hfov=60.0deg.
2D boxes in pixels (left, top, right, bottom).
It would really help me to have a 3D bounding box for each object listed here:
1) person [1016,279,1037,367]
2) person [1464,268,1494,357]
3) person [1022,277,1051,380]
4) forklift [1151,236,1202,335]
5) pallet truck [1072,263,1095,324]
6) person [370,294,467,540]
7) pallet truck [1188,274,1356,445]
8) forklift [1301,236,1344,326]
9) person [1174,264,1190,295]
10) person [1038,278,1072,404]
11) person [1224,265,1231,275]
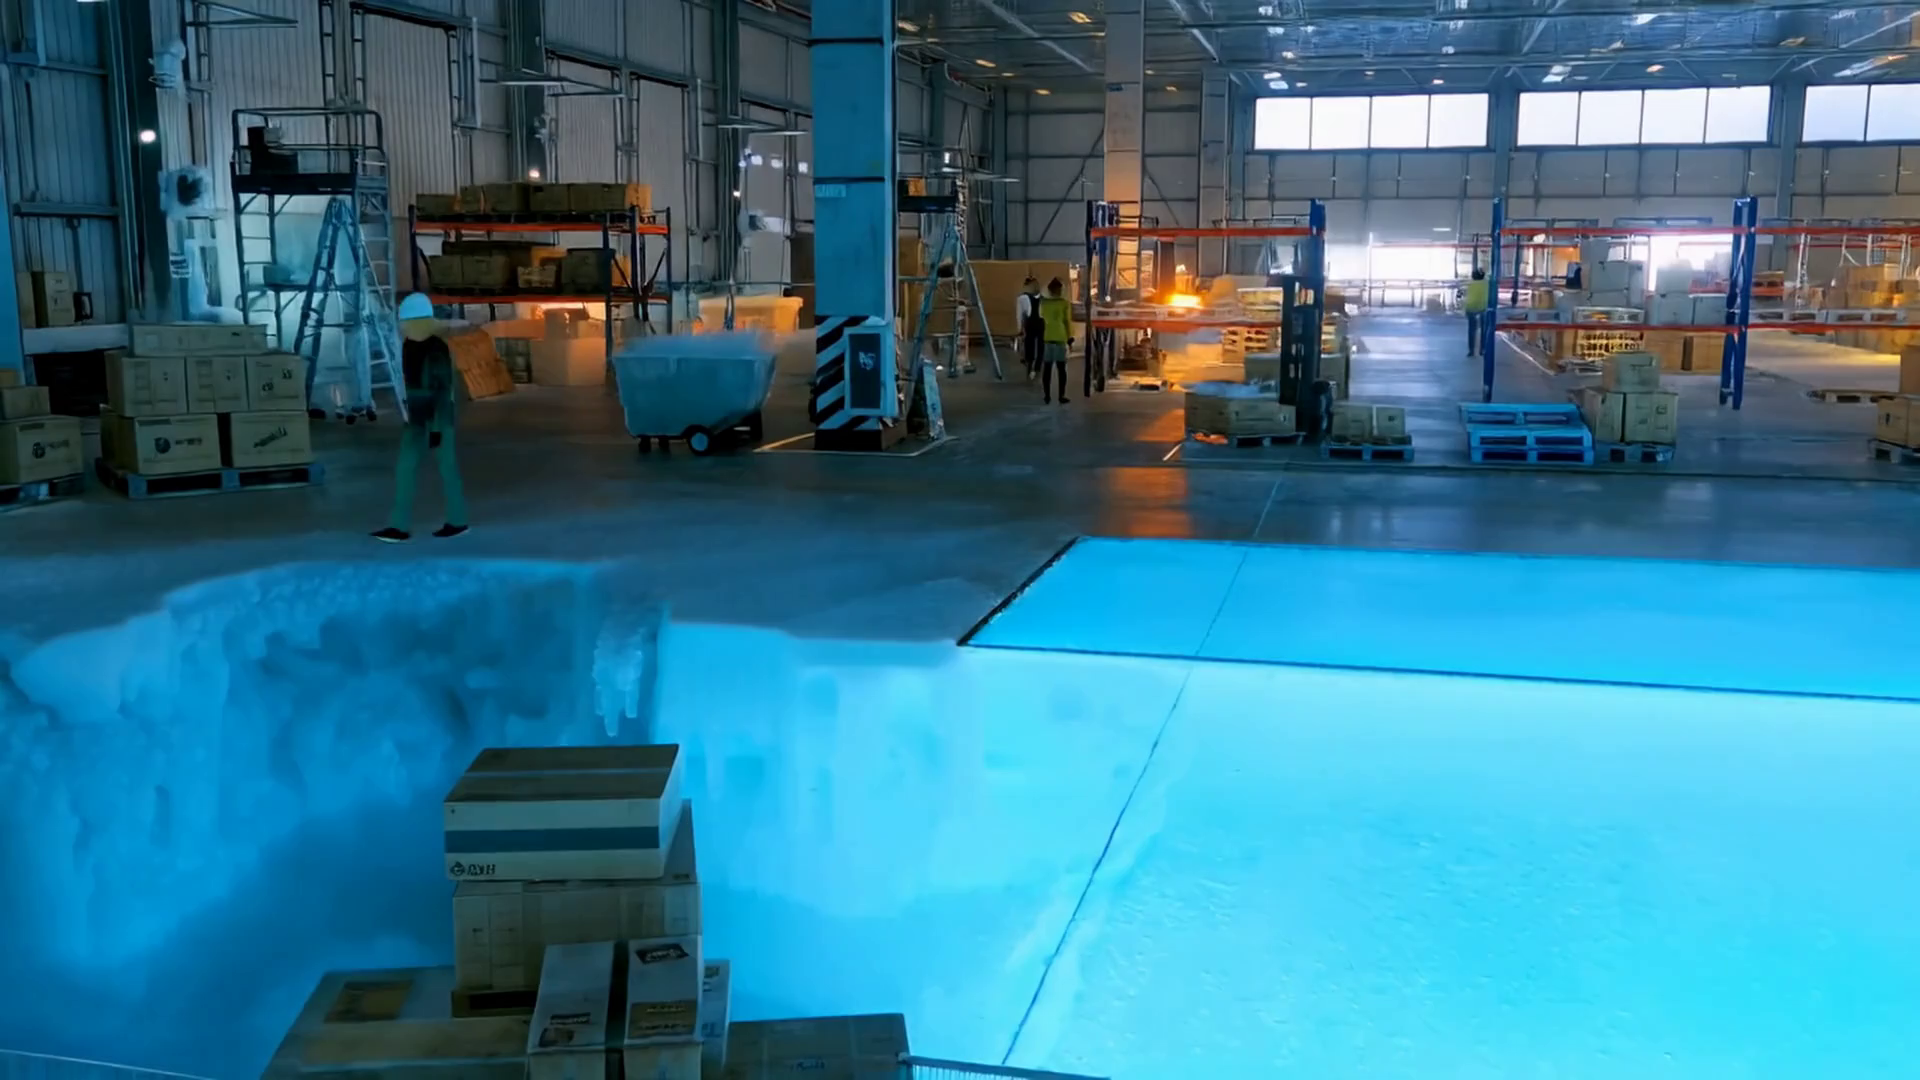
[{"bbox_3d":[1.358,-4.307,33.106,0.488,1.744,0.295,2,10,14],"label":"person"},{"bbox_3d":[11.346,-4.964,36.403,0.631,1.939,0.370,2,10,14],"label":"person"},{"bbox_3d":[1.385,-3.753,29.582,0.534,1.827,0.450,2,10,12],"label":"person"},{"bbox_3d":[5.866,-7.214,46.878,1.873,2.768,1.129,2,10,14],"label":"forklift"},{"bbox_3d":[4.325,-8.180,55.162,0.823,1.965,1.885,6,11,31],"label":"pallet truck"},{"bbox_3d":[-4.151,-0.916,12.687,0.619,1.889,0.871,8,12,39],"label":"person"},{"bbox_3d":[3.653,-2.138,19.590,1.885,1.965,0.823,-4,10,-20],"label":"pallet truck"},{"bbox_3d":[10.817,-7.958,51.259,1.873,2.768,1.129,-2,10,-13],"label":"forklift"},{"bbox_3d":[7.796,-8.736,58.613,0.631,1.939,0.370,2,10,14],"label":"person"},{"bbox_3d":[1.422,-2.966,24.838,0.520,1.871,0.326,2,10,14],"label":"person"},{"bbox_3d":[9.606,-9.096,60.870,0.570,1.889,0.554,-5,11,-27],"label":"person"}]
